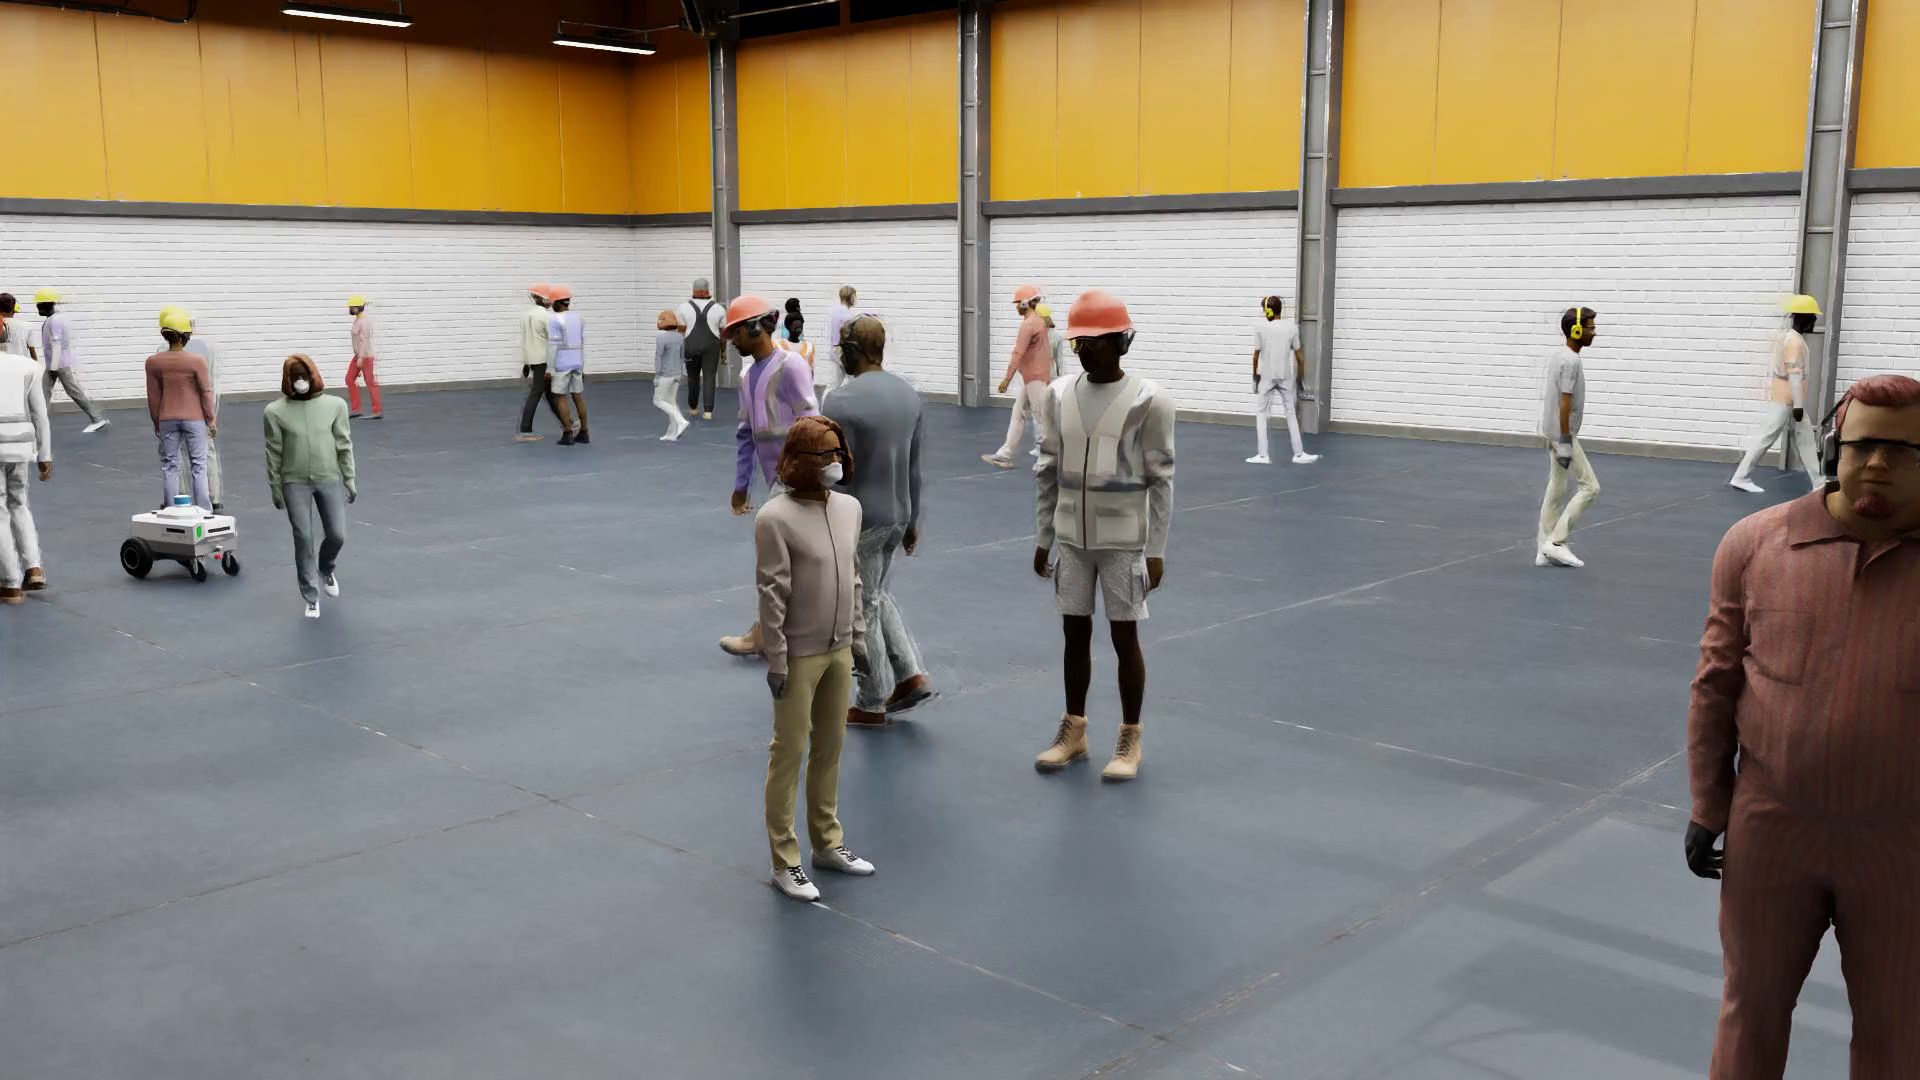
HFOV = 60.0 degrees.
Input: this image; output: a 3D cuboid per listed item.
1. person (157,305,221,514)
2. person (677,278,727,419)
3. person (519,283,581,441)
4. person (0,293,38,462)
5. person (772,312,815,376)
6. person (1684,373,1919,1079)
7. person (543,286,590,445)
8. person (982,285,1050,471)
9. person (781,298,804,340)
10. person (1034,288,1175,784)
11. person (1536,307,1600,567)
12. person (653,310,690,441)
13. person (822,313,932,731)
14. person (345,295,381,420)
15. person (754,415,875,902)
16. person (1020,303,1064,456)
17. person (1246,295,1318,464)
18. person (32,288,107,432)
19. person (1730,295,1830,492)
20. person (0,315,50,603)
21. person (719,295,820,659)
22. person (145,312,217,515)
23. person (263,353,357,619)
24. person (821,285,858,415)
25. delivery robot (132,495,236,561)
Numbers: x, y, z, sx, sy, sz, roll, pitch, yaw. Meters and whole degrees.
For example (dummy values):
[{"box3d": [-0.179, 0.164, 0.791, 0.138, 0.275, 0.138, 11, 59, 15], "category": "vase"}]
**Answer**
[{"box3d": [-6.730, -1.116, 14.379, 0.688, 1.799, 0.631, 4, 10, 22], "category": "person"}, {"box3d": [-3.669, -2.752, 23.684, 0.705, 2.000, 1.023, -2, 9, -10], "category": "person"}, {"box3d": [-5.111, -2.224, 20.739, 1.044, 1.935, 0.630, -8, 12, -39], "category": "person"}, {"box3d": [-10.324, -1.756, 18.137, 0.518, 1.861, 0.328, -7, 12, -38], "category": "person"}, {"box3d": [-1.814, -1.604, 17.750, 0.535, 1.673, 0.728, -4, 10, -22], "category": "person"}, {"box3d": [1.868, 0.604, 3.519, 0.643, 1.909, 0.411, 6, 11, 31], "category": "person"}, {"box3d": [-4.766, -2.099, 20.079, 0.426, 1.915, 0.566, 5, 11, 28], "category": "person"}, {"box3d": [0.643, -1.689, 17.460, 0.982, 1.943, 0.629, 2, 9, 10], "category": "person"}, {"box3d": [-2.451, -2.706, 24.454, 0.320, 1.698, 0.531, -5, 10, -27], "category": "person"}, {"box3d": [0.571, -0.013, 6.890, 0.612, 2.039, 0.392, 6, 11, 32], "category": "person"}, {"box3d": [4.327, -0.713, 11.747, 0.457, 1.853, 0.561, 2, 9, 10], "category": "person"}, {"box3d": [-3.530, -1.999, 20.360, 0.445, 1.619, 0.524, 4, 10, 25], "category": "person"}, {"box3d": [-0.435, -0.069, 7.613, 0.427, 1.926, 0.628, 6, 11, 31], "category": "person"}, {"box3d": [-8.460, -2.550, 23.306, 0.647, 1.744, 0.540, -7, 11, -36], "category": "person"}, {"box3d": [-0.491, 0.388, 5.676, 0.285, 1.633, 0.498, 7, 11, 35], "category": "person"}, {"box3d": [0.935, -1.805, 18.813, 0.493, 1.728, 0.398, -5, 10, -26], "category": "person"}, {"box3d": [3.563, -1.731, 18.115, 0.765, 1.830, 0.332, 0, 9, 0], "category": "person"}, {"box3d": [-11.545, -2.288, 21.359, 0.987, 1.880, 0.596, -8, 12, -39], "category": "person"}, {"box3d": [7.801, -1.349, 15.597, 1.016, 1.880, 0.604, 5, 10, 28], "category": "person"}, {"box3d": [-6.133, -0.528, 10.588, 0.461, 1.871, 0.596, 6, 11, 34], "category": "person"}, {"box3d": [-1.038, -0.338, 9.091, 0.770, 1.976, 0.701, -5, 10, -27], "category": "person"}, {"box3d": [-6.334, -0.965, 13.566, 0.524, 1.770, 0.315, 0, 9, -1], "category": "person"}, {"box3d": [-3.987, -0.344, 10.218, 0.513, 1.613, 0.451, -5, 10, -26], "category": "person"}, {"box3d": [-1.434, -2.435, 22.189, 0.990, 1.889, 0.659, -3, 10, -20], "category": "person"}, {"box3d": [-5.355, -0.067, 11.478, 0.707, 0.478, 0.477, 4, 10, 26], "category": "delivery robot"}]
